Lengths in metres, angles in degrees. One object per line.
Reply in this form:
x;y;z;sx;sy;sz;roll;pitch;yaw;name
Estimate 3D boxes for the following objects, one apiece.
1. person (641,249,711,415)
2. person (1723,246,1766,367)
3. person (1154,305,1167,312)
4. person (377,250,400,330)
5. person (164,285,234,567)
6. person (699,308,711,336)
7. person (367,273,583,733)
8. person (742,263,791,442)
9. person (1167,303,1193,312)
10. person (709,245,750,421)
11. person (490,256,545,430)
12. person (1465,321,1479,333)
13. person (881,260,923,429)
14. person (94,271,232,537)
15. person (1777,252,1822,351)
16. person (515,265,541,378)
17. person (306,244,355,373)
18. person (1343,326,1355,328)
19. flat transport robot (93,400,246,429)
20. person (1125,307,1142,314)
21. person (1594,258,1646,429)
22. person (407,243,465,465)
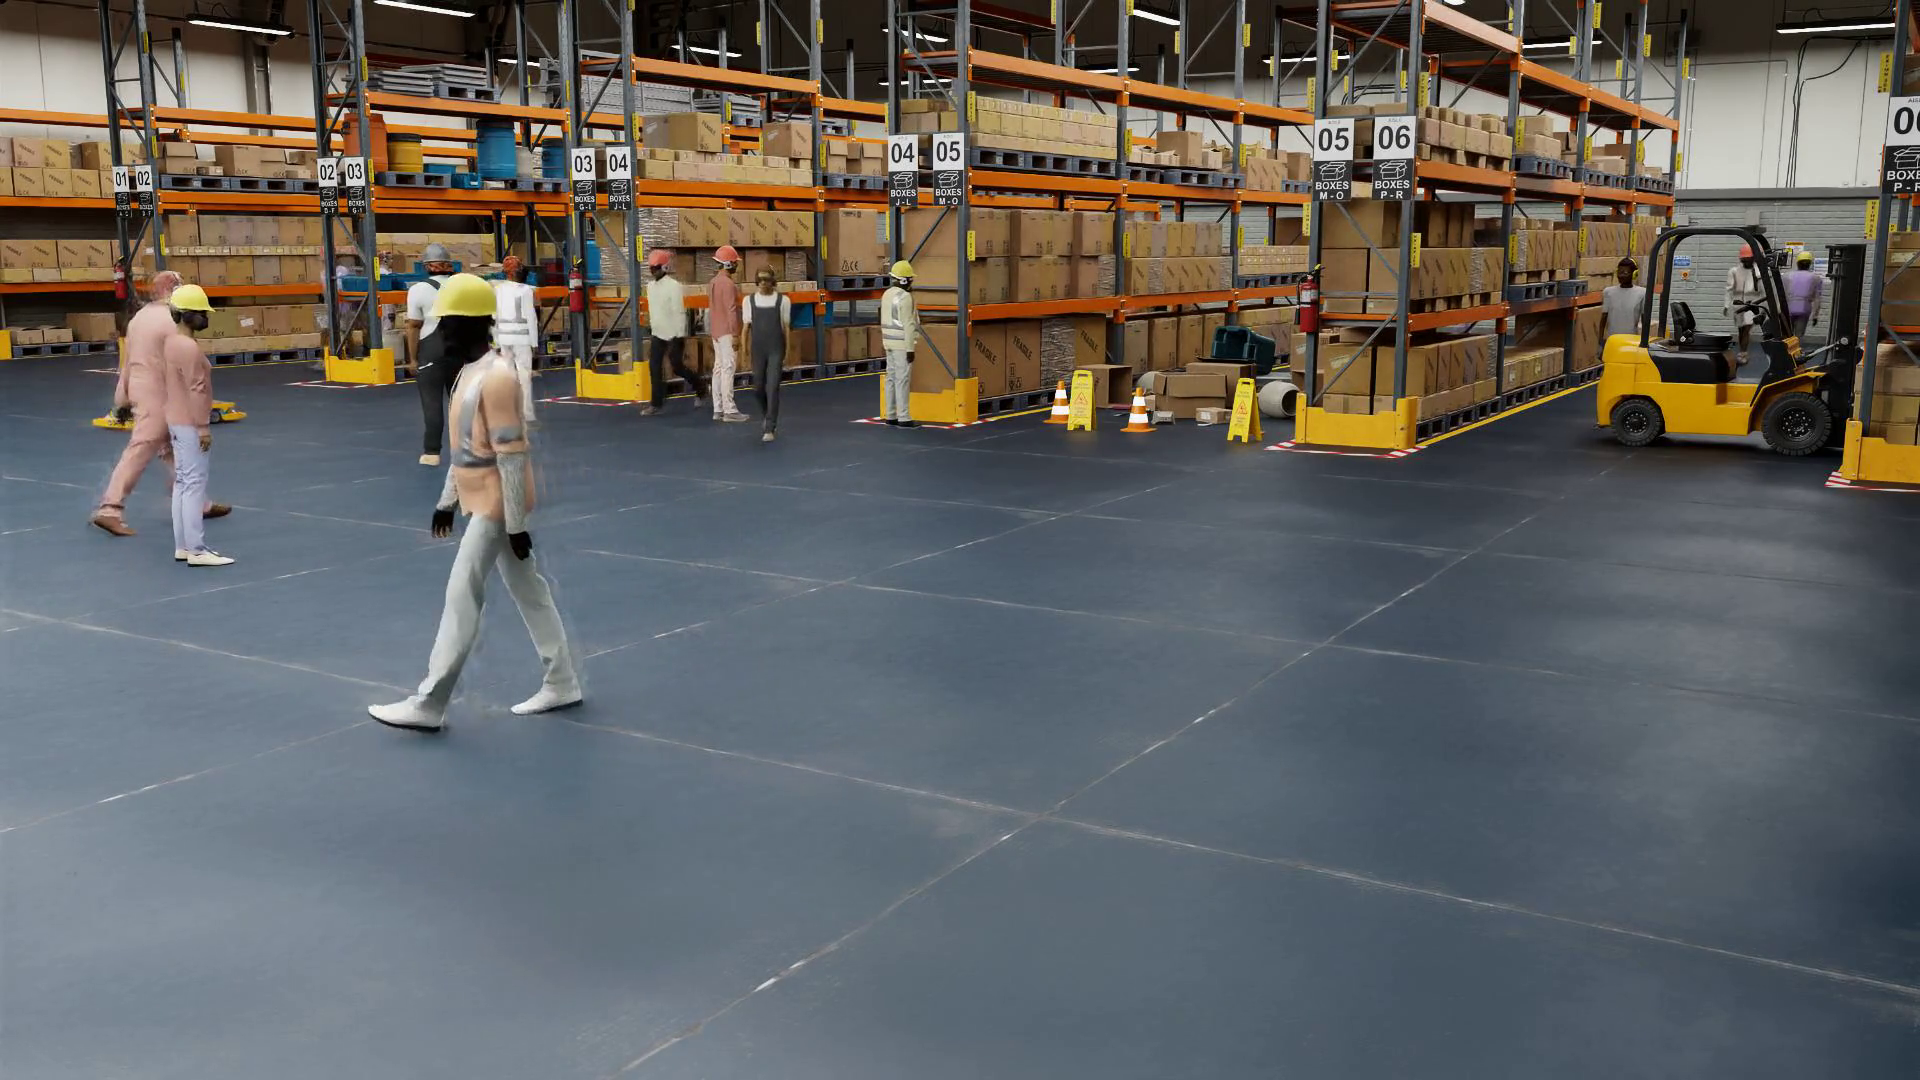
-3.406;-2.470;19.777;0.630;1.965;0.881;9;13;41;person
12.984;-3.861;27.506;0.607;1.985;1.109;8;13;39;person
3.603;-4.057;28.814;0.636;1.888;0.551;5;11;27;person
-9.148;-3.669;26.614;0.406;1.911;0.639;-6;12;-30;person
-4.818;-0.718;10.487;0.330;1.765;0.533;-8;13;-38;person
-3.670;-3.441;25.286;0.625;1.934;0.364;1;10;5;person
-2.045;-0.150;6.934;0.957;1.886;0.589;-4;11;-21;person
-1.987;-1.940;17.179;0.510;1.826;0.673;0;10;2;person
3.674;-3.905;27.910;0.560;1.912;0.628;6;12;29;person
-2.659;-2.353;18.994;0.379;1.996;0.609;-6;12;-28;person
-4.836;-2.139;18.115;0.572;1.882;0.355;4;11;22;person
10.219;-4.787;33.036;0.676;1.890;0.713;-6;12;-29;person
-0.645;-2.128;18.189;0.404;1.834;0.591;-6;12;-28;person
-5.707;-0.978;11.791;0.689;1.836;1.064;9;14;41;person
13.168;-3.571;26.122;0.614;1.875;0.933;5;11;26;person
-6.541;-3.265;24.943;0.535;1.697;0.318;-1;10;-7;person
-9.790;-3.581;25.835;0.621;1.999;0.945;4;11;23;person
5.521;-2.987;22.794;0.548;1.956;0.495;6;12;32;person
-8.804;-1.413;18.559;0.652;0.197;1.431;6;12;31;flat transport robot
2.924;-3.976;29.128;0.542;1.618;0.430;4;11;22;person
7.212;-2.126;18.100;0.521;1.864;0.335;5;11;24;person
-4.785;-1.719;15.317;0.535;2.000;0.677;10;14;43;person
